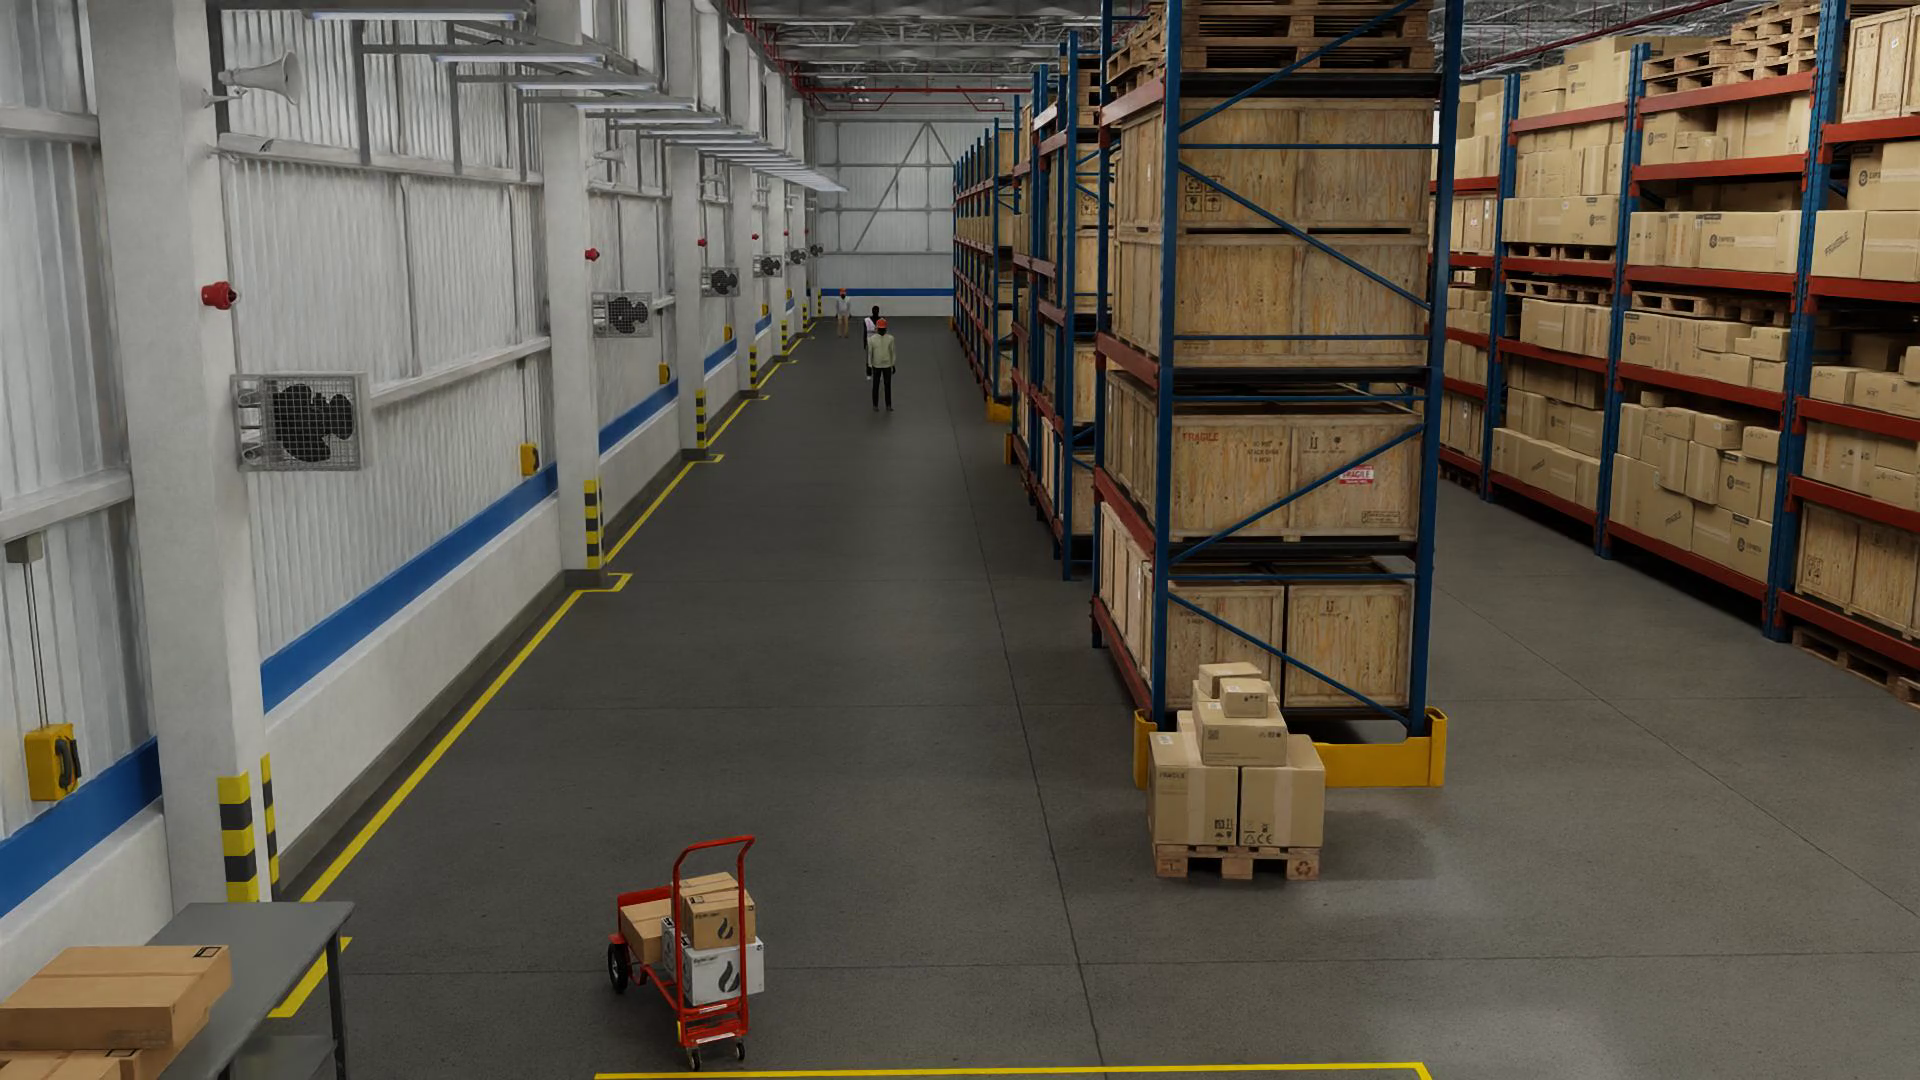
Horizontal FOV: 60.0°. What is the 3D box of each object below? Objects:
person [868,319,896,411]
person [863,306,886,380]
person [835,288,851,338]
[{"bbox_3d":[-1.677,-3.754,35.718,0.613,1.989,0.403,-3,11,-15],"label":"person"},{"bbox_3d":[-2.190,-5.069,42.770,0.601,1.906,0.411,-3,11,-13],"label":"person"},{"bbox_3d":[-4.052,-7.881,57.795,0.564,1.748,0.339,-1,11,-6],"label":"person"}]
